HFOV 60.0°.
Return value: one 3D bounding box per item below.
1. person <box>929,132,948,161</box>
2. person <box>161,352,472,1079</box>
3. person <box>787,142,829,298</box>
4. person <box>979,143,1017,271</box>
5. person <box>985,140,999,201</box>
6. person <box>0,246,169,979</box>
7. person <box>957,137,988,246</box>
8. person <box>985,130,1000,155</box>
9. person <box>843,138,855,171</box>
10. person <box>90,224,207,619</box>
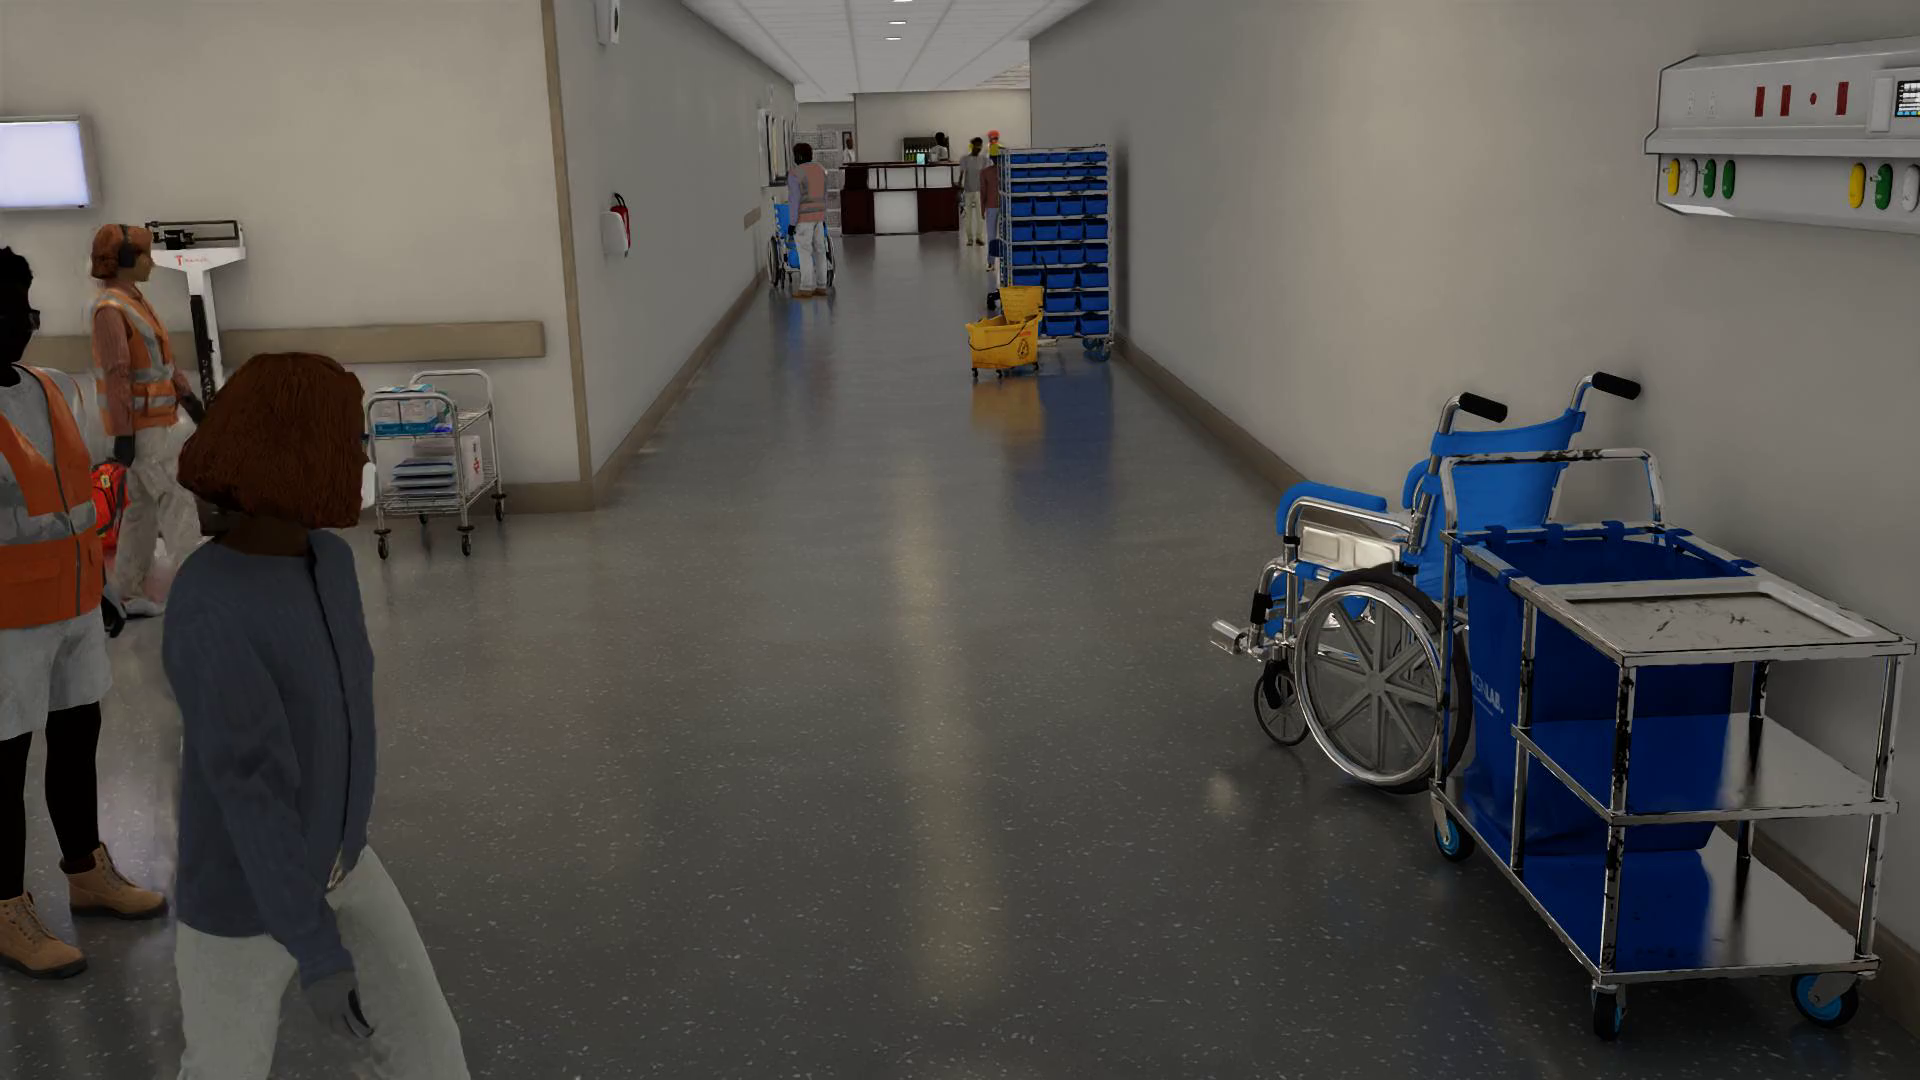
[{"bbox_3d":[-0.468,-8.913,40.422,0.361,1.964,0.613,-13,18,-40],"label":"person"},{"bbox_3d":[-0.893,0.530,2.452,0.847,1.589,0.540,1,14,9],"label":"person"},{"bbox_3d":[-1.843,-3.833,19.974,0.429,1.844,0.624,9,17,37],"label":"person"},{"bbox_3d":[0.531,-4.599,23.020,0.518,1.756,0.344,0,14,6],"label":"person"},{"bbox_3d":[0.803,-8.415,38.690,0.564,1.743,0.352,-13,18,-39],"label":"person"},{"bbox_3d":[-2.175,0.162,3.888,0.316,1.697,0.542,1,14,12],"label":"person"},{"bbox_3d":[0.224,-5.906,28.287,0.580,1.825,0.875,-3,14,-7],"label":"person"},{"bbox_3d":[0.838,-9.186,41.353,0.458,1.978,0.660,2,14,15],"label":"person"},{"bbox_3d":[-3.209,-10.756,48.496,0.337,1.882,0.584,4,15,20],"label":"person"},{"bbox_3d":[-3.288,-0.460,6.747,0.548,1.615,0.534,-6,14,-17],"label":"person"}]
